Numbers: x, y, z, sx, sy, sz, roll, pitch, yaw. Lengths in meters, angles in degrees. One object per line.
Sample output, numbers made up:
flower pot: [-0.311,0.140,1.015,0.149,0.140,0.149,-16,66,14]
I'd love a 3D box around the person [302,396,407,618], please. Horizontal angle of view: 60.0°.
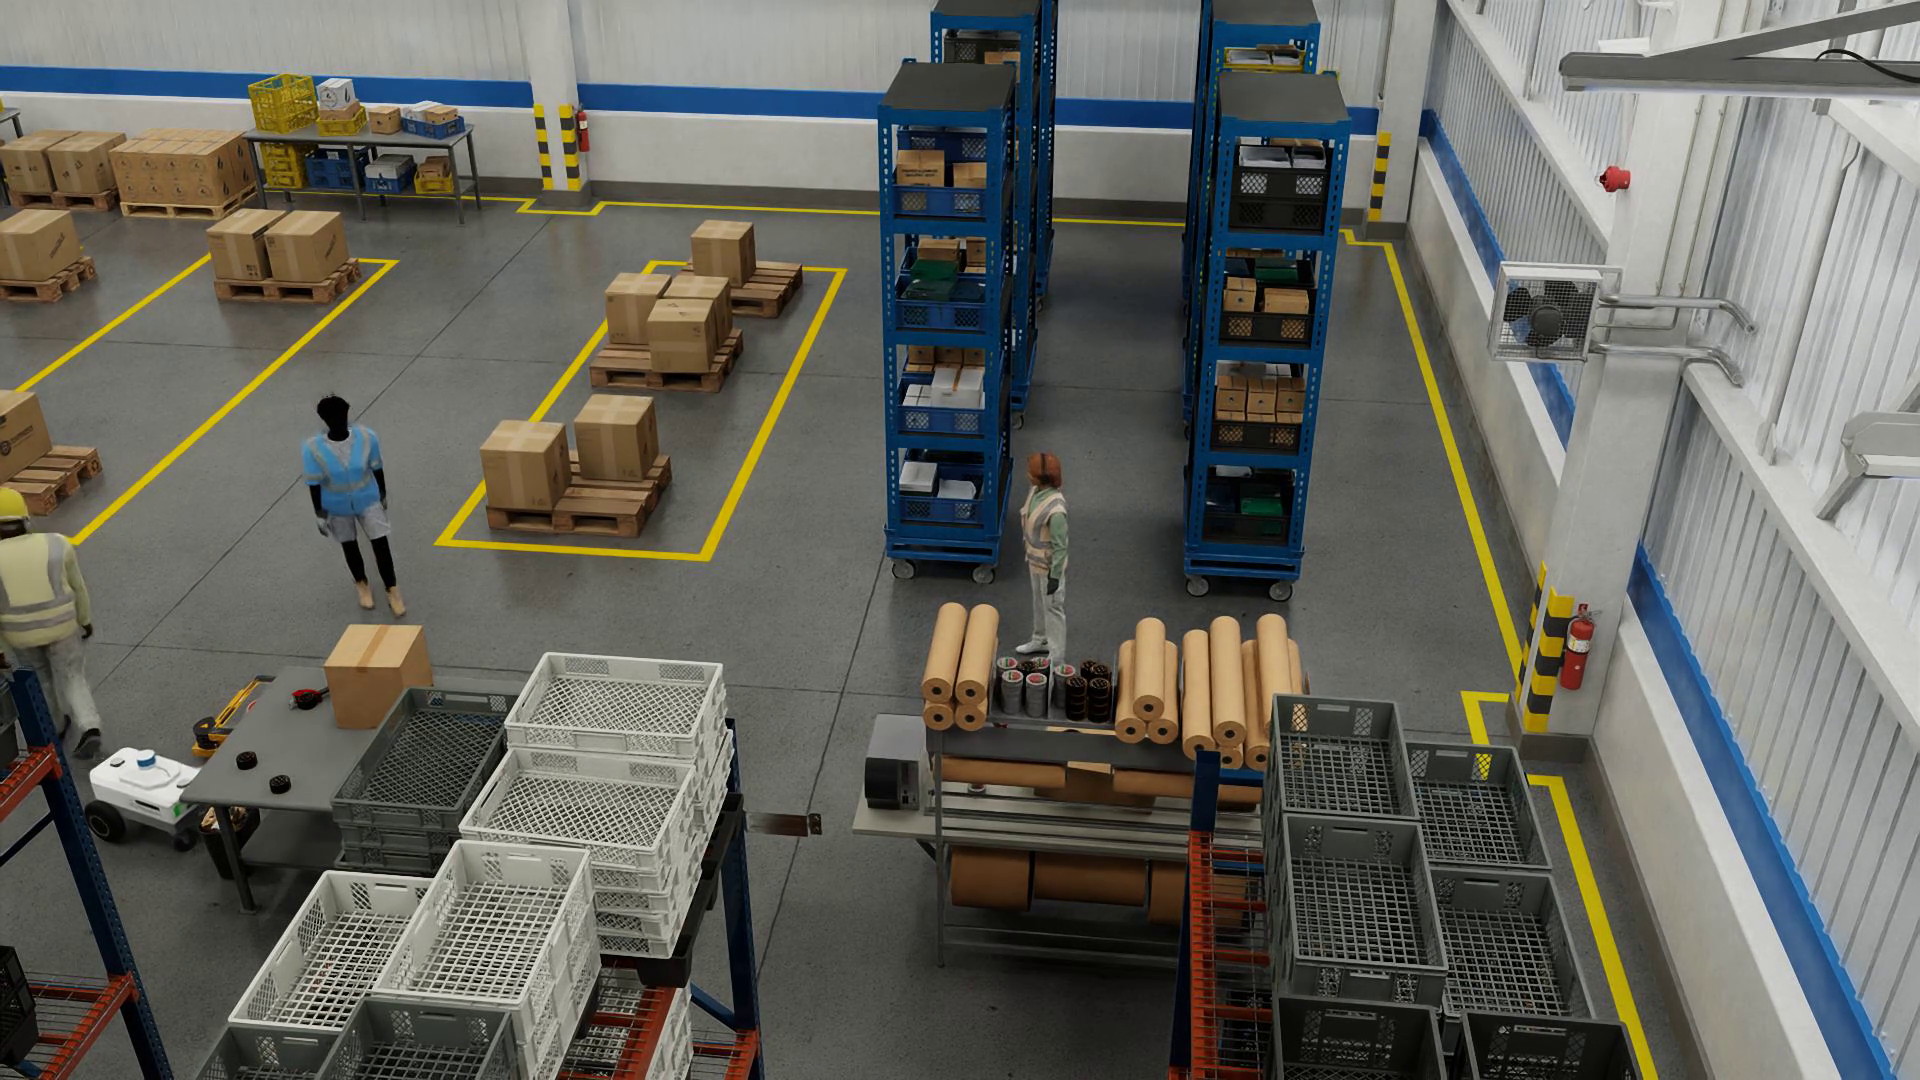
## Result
person: [-4.230,-0.201,11.595,0.542,1.680,0.607,-13,33,-21]

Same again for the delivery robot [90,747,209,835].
delivery robot: [-4.733,1.455,9.777,0.707,0.478,0.477,12,32,20]

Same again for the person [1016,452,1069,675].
person: [0.563,0.152,11.034,0.312,1.636,0.518,-8,31,-13]

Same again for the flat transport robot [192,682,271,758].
flat transport robot: [-4.089,1.163,10.648,1.431,0.197,0.652,3,30,6]

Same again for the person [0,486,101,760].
person: [-5.629,0.555,10.185,0.601,1.803,0.660,-15,33,-24]
